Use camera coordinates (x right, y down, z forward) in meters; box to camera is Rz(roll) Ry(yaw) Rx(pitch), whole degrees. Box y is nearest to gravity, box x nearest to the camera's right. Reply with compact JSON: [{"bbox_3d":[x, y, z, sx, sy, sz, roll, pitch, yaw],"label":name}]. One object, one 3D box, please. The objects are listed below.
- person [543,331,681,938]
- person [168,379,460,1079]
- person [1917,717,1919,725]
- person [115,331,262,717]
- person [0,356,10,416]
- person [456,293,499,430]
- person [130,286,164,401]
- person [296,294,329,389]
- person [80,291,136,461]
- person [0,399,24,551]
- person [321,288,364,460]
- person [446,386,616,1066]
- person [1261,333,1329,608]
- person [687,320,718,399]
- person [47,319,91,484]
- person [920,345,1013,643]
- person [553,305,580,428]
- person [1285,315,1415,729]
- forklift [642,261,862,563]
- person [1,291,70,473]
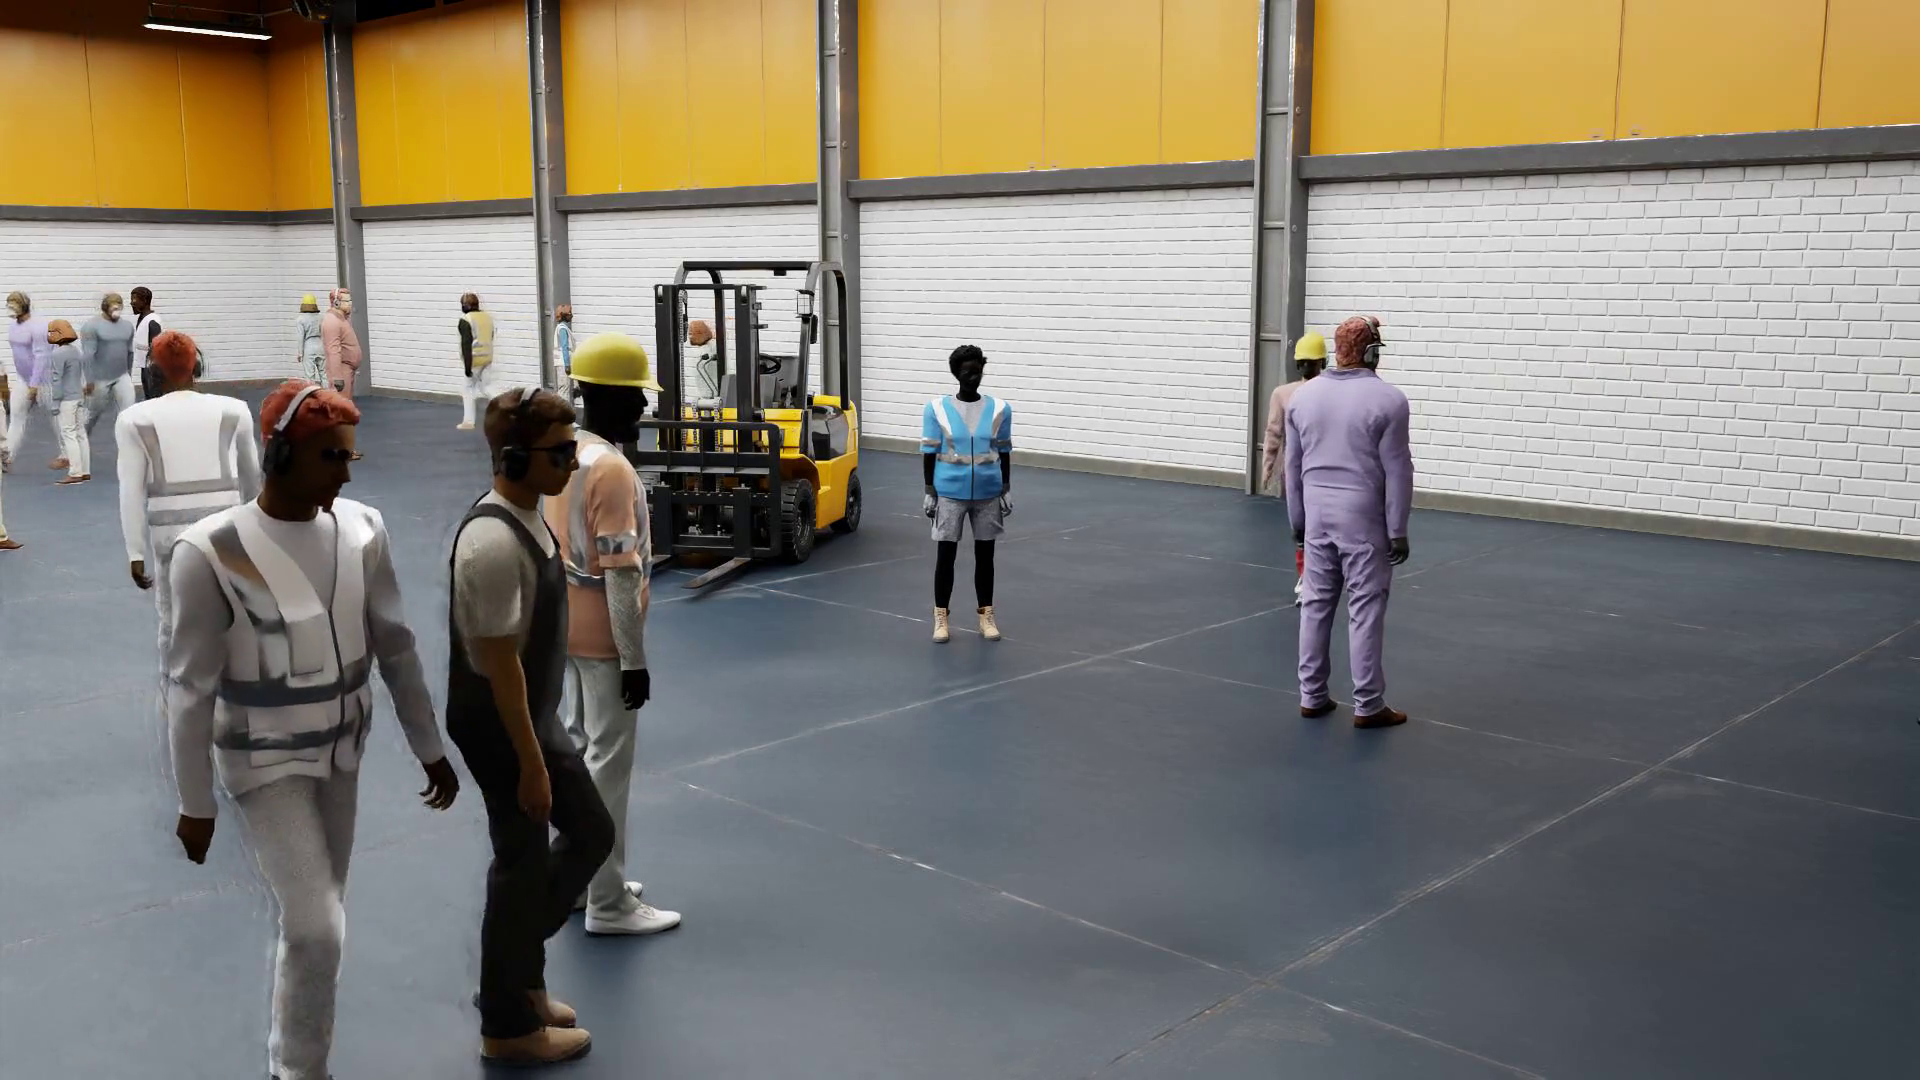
[{"bbox_3d":[-1.129,0.298,5.340,0.382,1.923,0.593,-6,11,-31],"label":"person"},{"bbox_3d":[-1.521,0.550,3.976,0.604,1.859,0.589,4,10,23],"label":"person"},{"bbox_3d":[4.576,0.068,6.986,0.921,1.849,0.719,7,12,37],"label":"person"},{"bbox_3d":[-3.463,-0.015,7.529,0.592,1.836,0.958,-5,11,-29],"label":"person"},{"bbox_3d":[-13.901,-2.678,23.700,0.556,1.896,0.970,4,10,21],"label":"person"},{"bbox_3d":[-6.279,-2.333,21.831,0.783,1.814,0.631,4,10,23],"label":"person"},{"bbox_3d":[-9.302,-1.954,19.171,0.375,1.915,0.592,-7,12,-38],"label":"person"},{"bbox_3d":[-9.736,-2.821,25.017,0.301,1.745,0.483,9,13,42],"label":"person"},{"bbox_3d":[-9.350,-1.772,18.175,1.000,1.894,0.658,5,10,26],"label":"person"},{"bbox_3d":[-7.369,-0.723,12.488,0.498,1.634,0.281,2,9,10],"label":"person"},{"bbox_3d":[-6.869,-1.846,18.543,0.403,1.906,0.652,-2,9,-13],"label":"person"},{"bbox_3d":[-1.120,0.509,4.345,0.412,1.825,0.535,-1,9,-7],"label":"person"},{"bbox_3d":[2.206,-0.452,10.579,0.549,1.715,0.924,4,10,23],"label":"person"},{"bbox_3d":[-2.489,-1.468,17.162,0.616,1.604,0.532,1,9,7],"label":"person"},{"bbox_3d":[-8.829,-1.365,16.458,0.280,1.626,0.503,-1,9,-5],"label":"person"},{"bbox_3d":[0.044,-0.259,9.451,0.542,1.696,0.316,-2,9,-10],"label":"person"},{"bbox_3d":[-5.289,-2.324,22.286,0.310,1.642,0.514,-3,10,-17],"label":"person"},{"bbox_3d":[1.825,-0.086,7.748,0.400,1.910,0.643,-9,13,-43],"label":"person"},{"bbox_3d":[-1.552,-1.040,12.721,1.214,2.155,2.313,2,9,11],"label":"forklift"},{"bbox_3d":[-9.706,-1.628,17.250,0.625,1.879,1.044,4,10,24],"label":"person"}]
